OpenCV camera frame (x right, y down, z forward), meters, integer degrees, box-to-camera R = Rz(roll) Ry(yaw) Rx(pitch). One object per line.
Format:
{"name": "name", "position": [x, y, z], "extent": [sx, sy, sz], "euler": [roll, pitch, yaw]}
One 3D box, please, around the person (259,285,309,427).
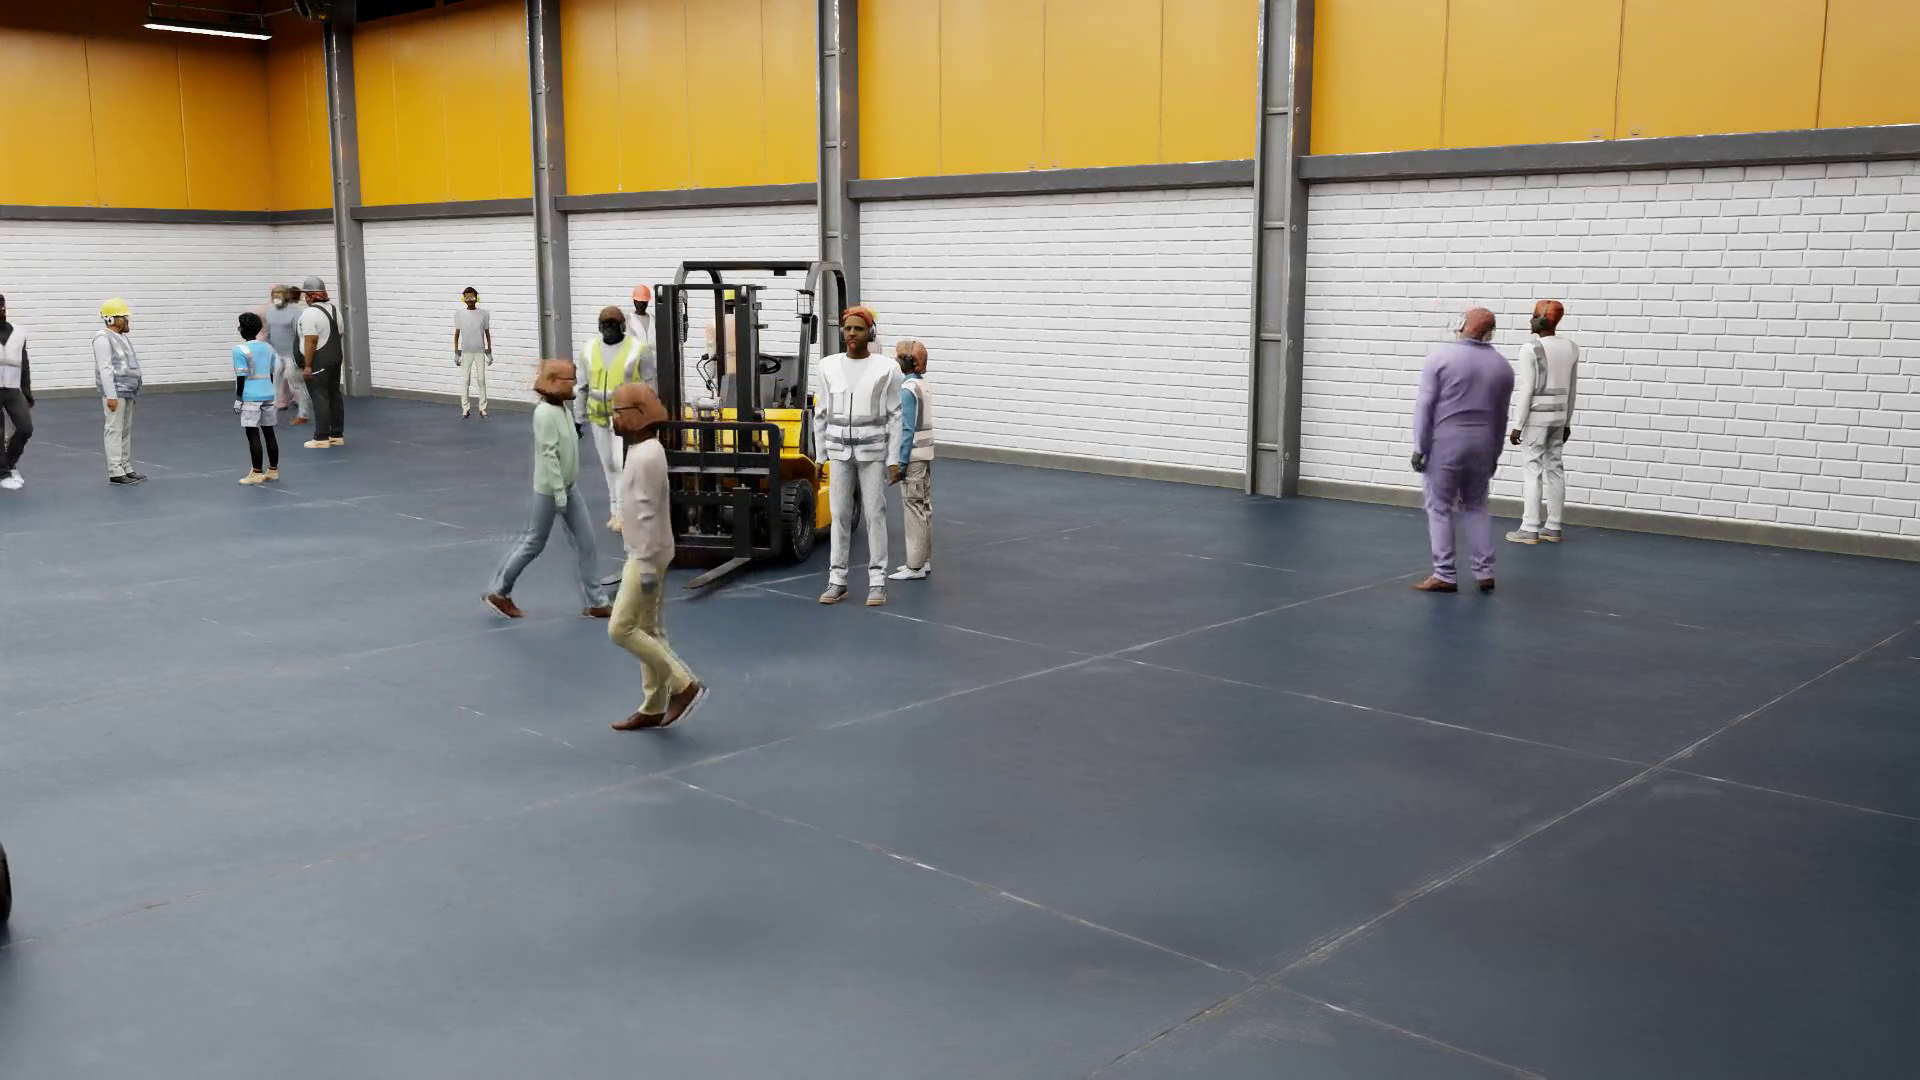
{"name": "person", "position": [-9.071, -2.431, 22.162], "extent": [0.634, 1.890, 0.988], "euler": [3, 10, 16]}

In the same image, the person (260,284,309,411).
{"name": "person", "position": [-10.171, -2.901, 25.096], "extent": [0.648, 1.885, 0.727], "euler": [-1, 9, -8]}

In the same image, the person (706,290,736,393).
{"name": "person", "position": [-2.595, -1.890, 18.753], "extent": [0.594, 1.922, 0.385], "euler": [-6, 11, -31]}

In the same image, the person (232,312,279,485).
{"name": "person", "position": [-6.933, -1.385, 16.359], "extent": [0.318, 1.697, 0.535], "euler": [3, 10, 16]}

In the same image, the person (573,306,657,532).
{"name": "person", "position": [-2.814, -0.967, 13.397], "extent": [0.662, 1.818, 0.684], "euler": [2, 9, 12]}

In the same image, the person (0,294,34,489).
{"name": "person", "position": [-9.207, -1.428, 15.987], "extent": [0.458, 1.899, 0.626], "euler": [5, 11, 30]}

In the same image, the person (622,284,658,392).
{"name": "person", "position": [-3.785, -2.073, 19.849], "extent": [0.549, 1.932, 0.375], "euler": [-8, 13, -42]}

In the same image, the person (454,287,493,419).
{"name": "person", "position": [-6.908, -2.655, 23.617], "extent": [0.534, 1.868, 0.309], "euler": [-3, 10, -18]}

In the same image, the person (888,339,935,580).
{"name": "person", "position": [-0.325, -0.546, 11.379], "extent": [0.309, 1.644, 0.516], "euler": [2, 9, 10]}

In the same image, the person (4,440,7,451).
{"name": "person", "position": [-10.791, -1.662, 18.070], "extent": [0.493, 1.695, 0.917], "euler": [2, 9, 10]}

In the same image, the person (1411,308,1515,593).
{"name": "person", "position": [3.277, -0.573, 10.899], "extent": [0.692, 1.874, 0.437], "euler": [-3, 10, -17]}

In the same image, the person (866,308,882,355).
{"name": "person", "position": [-1.047, -1.626, 17.795], "extent": [0.341, 1.708, 0.623], "euler": [-8, 12, -40]}

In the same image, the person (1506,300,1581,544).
{"name": "person", "position": [4.504, -0.908, 12.858], "extent": [0.584, 1.882, 0.345], "euler": [-5, 10, -26]}

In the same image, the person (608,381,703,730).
{"name": "person", "position": [-1.441, 0.091, 7.537], "extent": [0.369, 1.618, 0.525], "euler": [-2, 9, -12]}

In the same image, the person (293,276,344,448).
{"name": "person", "position": [-7.649, -2.115, 19.780], "extent": [0.537, 2.000, 0.675], "euler": [2, 9, 12]}

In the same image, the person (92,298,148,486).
{"name": "person", "position": [-8.262, -1.455, 16.365], "extent": [0.404, 1.835, 0.587], "euler": [-1, 9, -8]}

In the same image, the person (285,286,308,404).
{"name": "person", "position": [-10.312, -3.020, 25.904], "extent": [0.501, 1.855, 0.431], "euler": [-6, 11, -34]}

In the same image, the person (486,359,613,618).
{"name": "person", "position": [-2.478, -0.292, 10.032], "extent": [0.846, 1.600, 0.485], "euler": [2, 9, 11]}

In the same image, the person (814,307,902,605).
{"name": "person", "position": [-0.650, -0.524, 10.504], "extent": [0.574, 1.885, 0.356], "euler": [2, 9, 12]}

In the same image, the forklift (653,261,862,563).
{"name": "forklift", "position": [-1.552, -1.040, 12.721], "extent": [1.214, 2.155, 2.313], "euler": [2, 9, 11]}
